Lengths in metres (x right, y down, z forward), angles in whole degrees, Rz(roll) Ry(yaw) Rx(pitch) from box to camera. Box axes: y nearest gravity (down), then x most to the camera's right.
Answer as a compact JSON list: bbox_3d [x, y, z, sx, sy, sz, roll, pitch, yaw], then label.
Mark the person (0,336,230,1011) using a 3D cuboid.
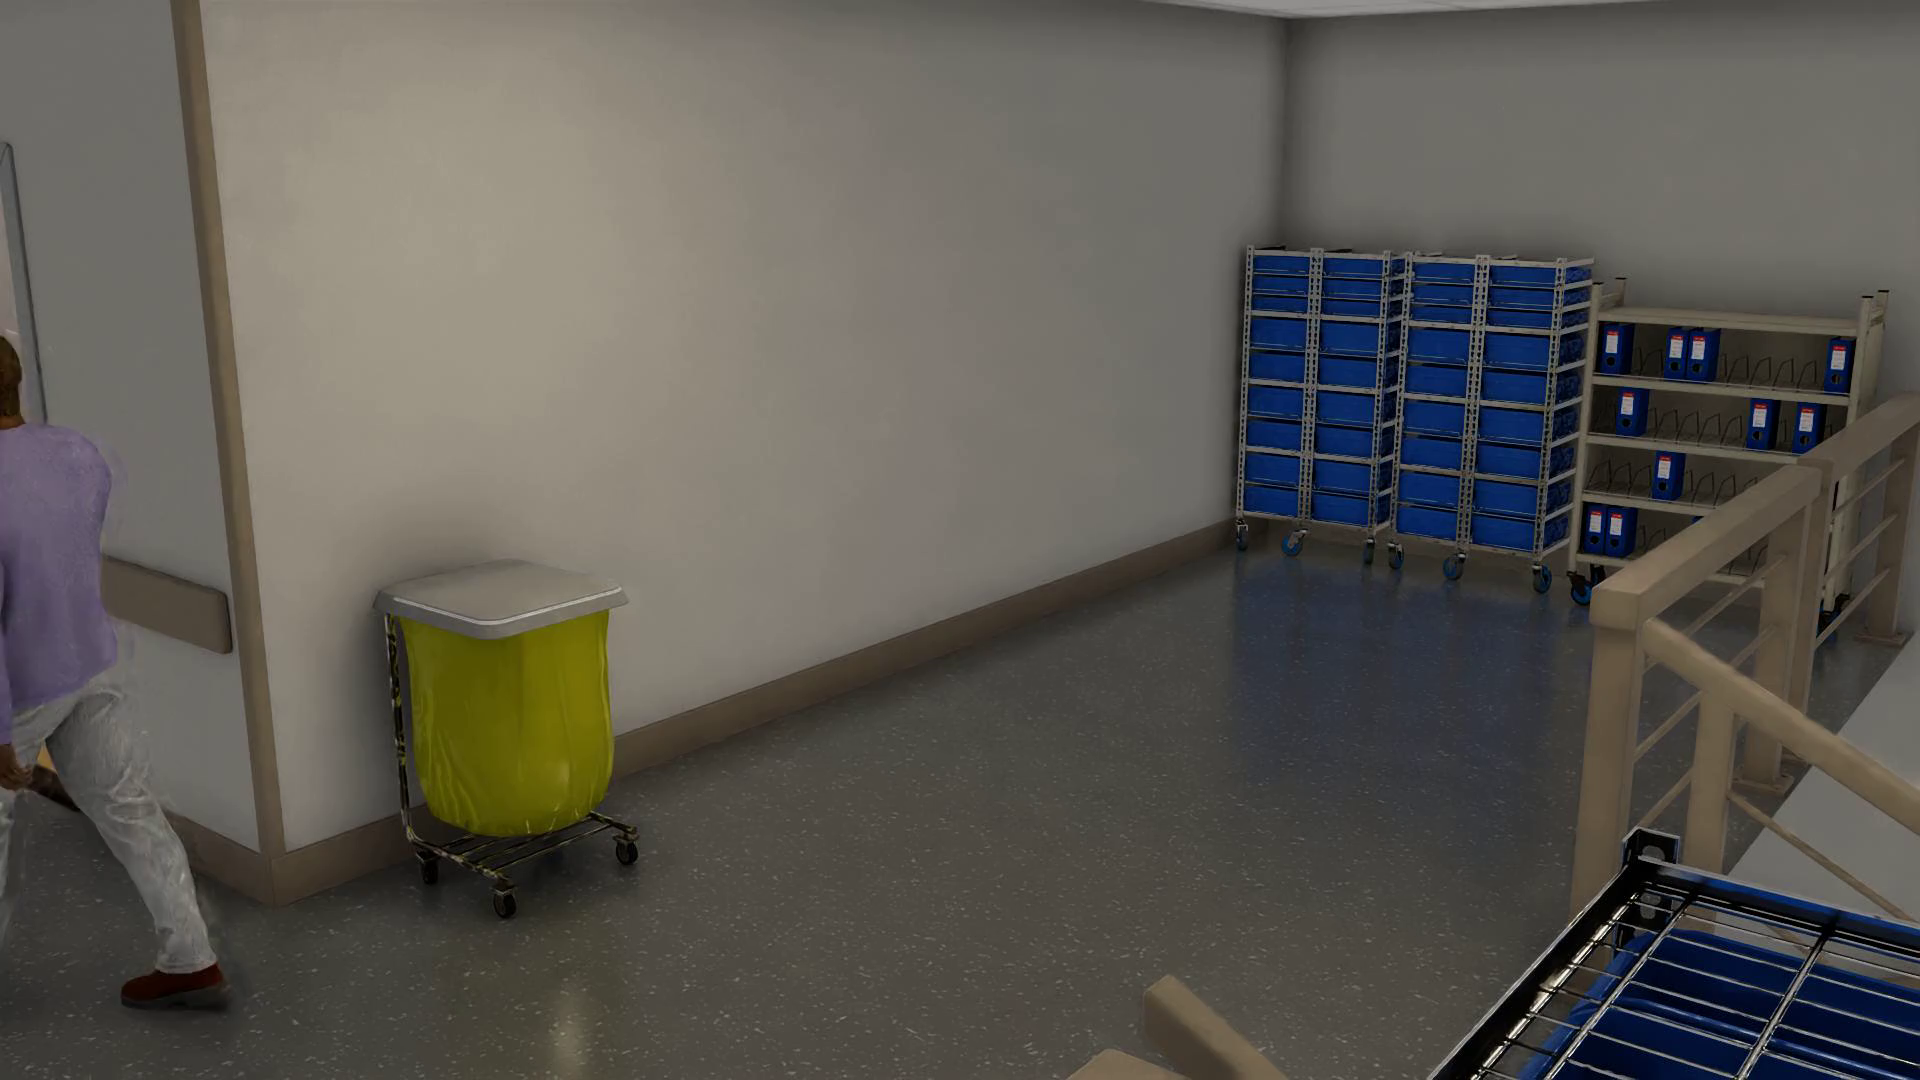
[{"bbox_3d":[-2.466,0.376,4.399,0.992,1.892,0.645,3,14,13],"label":"person"}]
